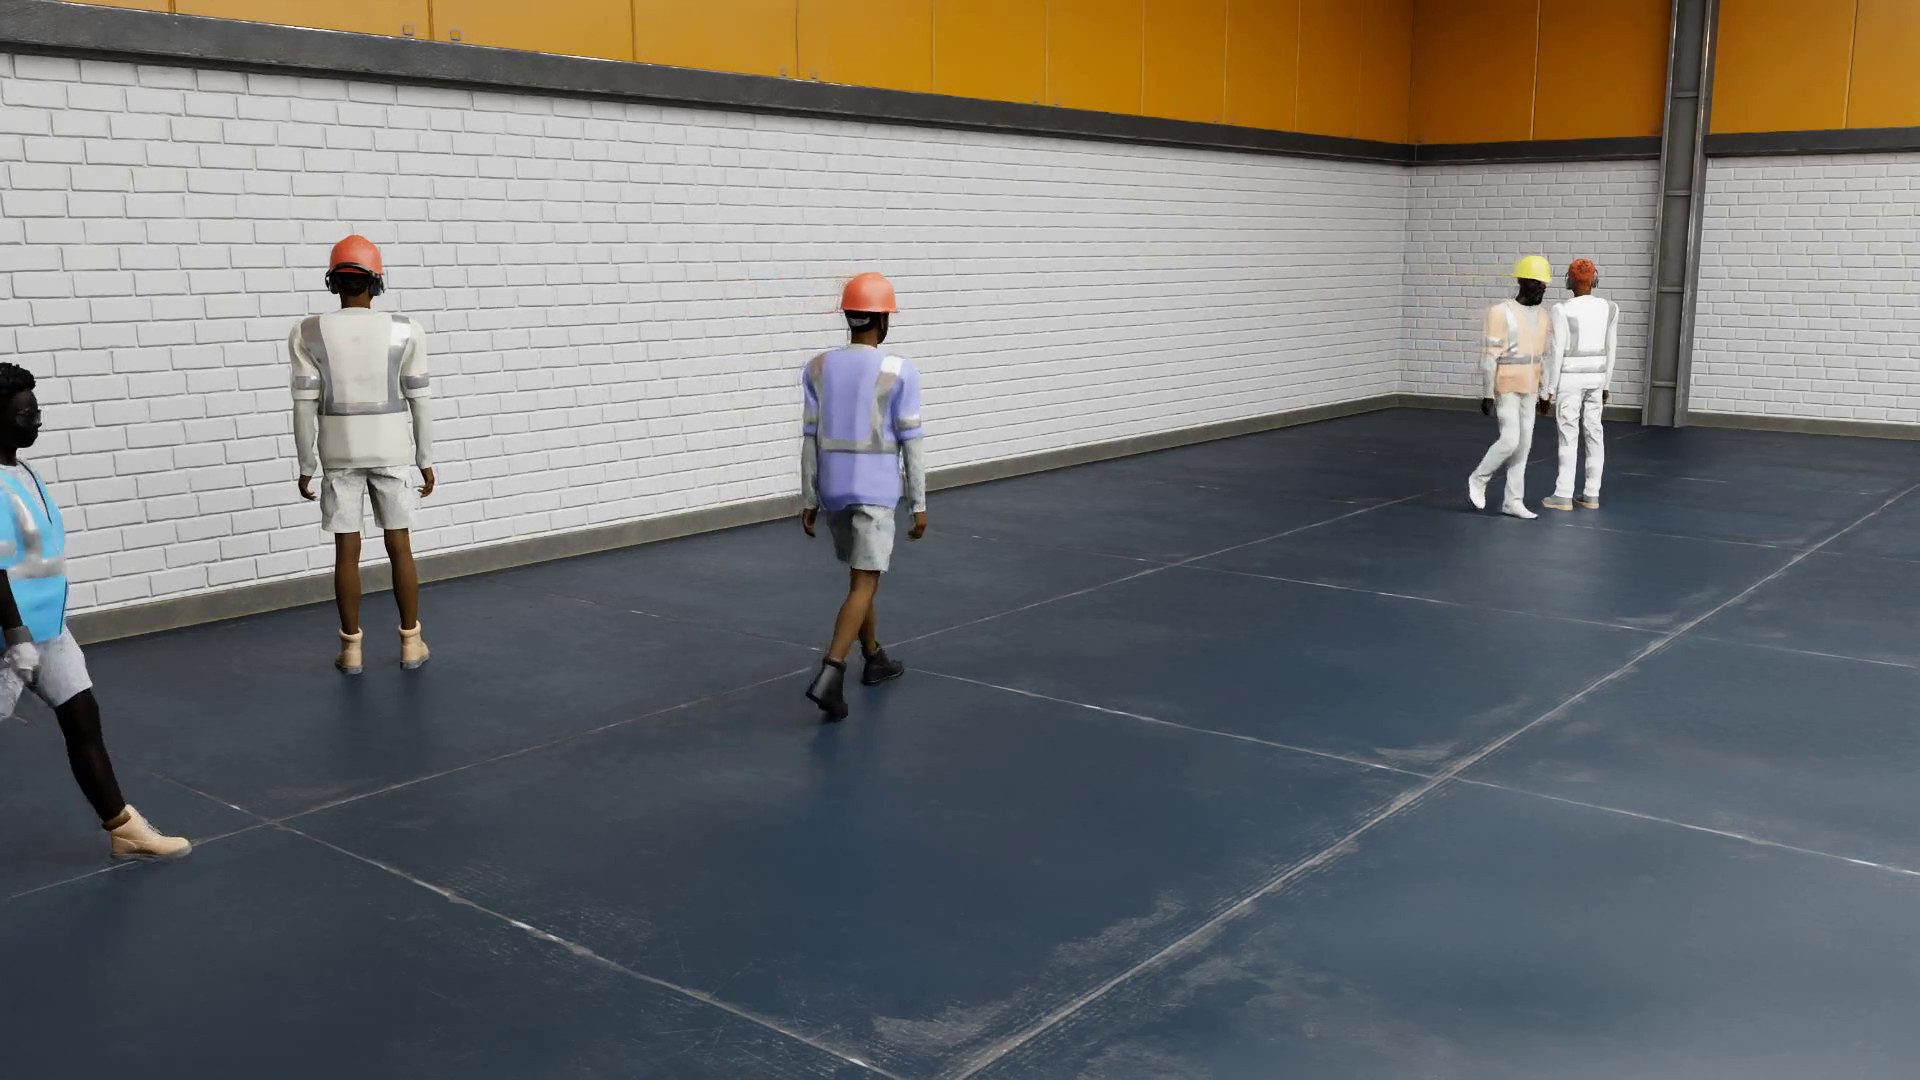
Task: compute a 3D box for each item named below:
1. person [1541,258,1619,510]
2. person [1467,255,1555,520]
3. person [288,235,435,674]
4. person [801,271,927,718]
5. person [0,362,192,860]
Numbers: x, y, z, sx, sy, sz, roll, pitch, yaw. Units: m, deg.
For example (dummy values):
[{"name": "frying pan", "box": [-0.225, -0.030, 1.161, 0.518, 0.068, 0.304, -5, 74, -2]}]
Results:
[{"name": "person", "box": [4.648, -1.162, 12.504, 0.572, 1.885, 0.358, -3, 11, -15]}, {"name": "person", "box": [4.050, -1.103, 12.102, 0.611, 1.909, 0.514, -6, 12, -30]}, {"name": "person", "box": [-2.788, -0.393, 7.803, 0.616, 2.041, 0.378, -4, 11, -19]}, {"name": "person", "box": [-0.455, -0.206, 7.197, 0.557, 1.901, 0.957, 5, 11, 24]}, {"name": "person", "box": [-3.003, 0.269, 5.225, 0.884, 1.656, 0.538, -2, 10, -10]}]
